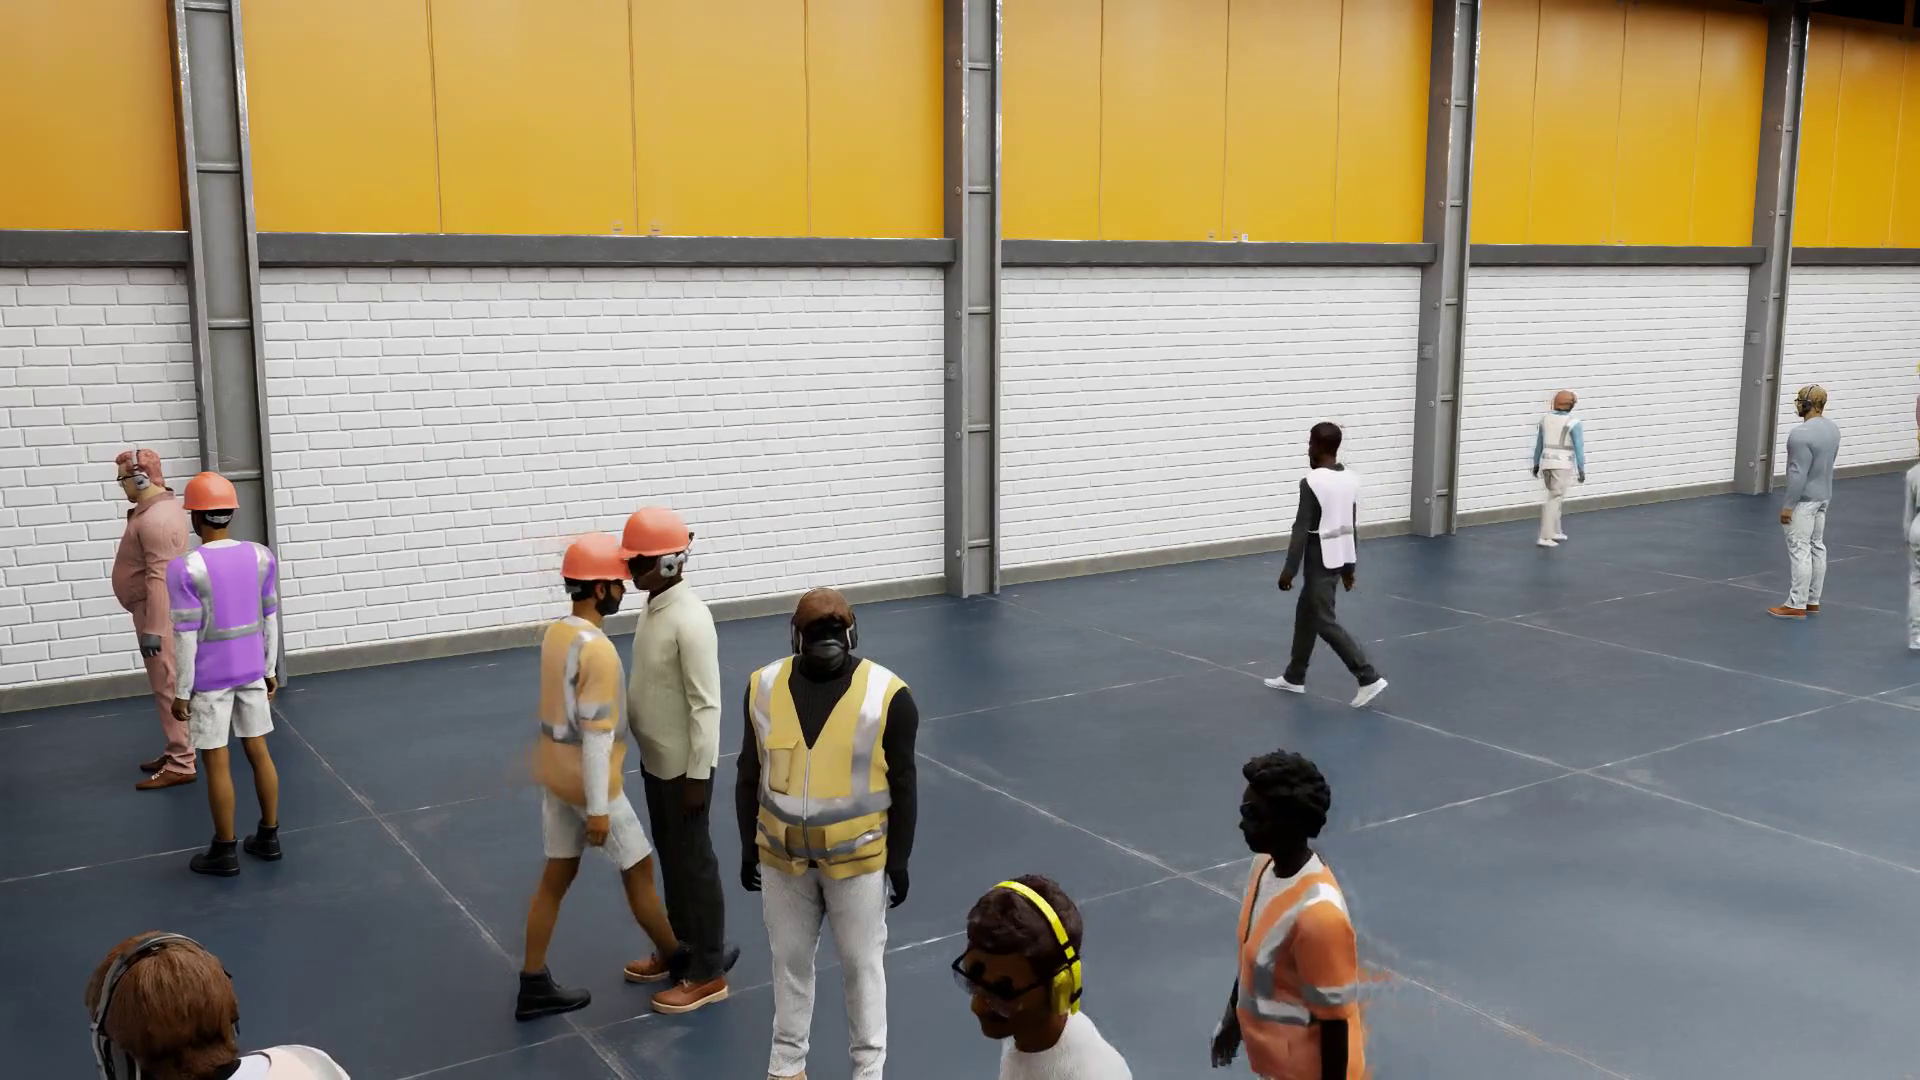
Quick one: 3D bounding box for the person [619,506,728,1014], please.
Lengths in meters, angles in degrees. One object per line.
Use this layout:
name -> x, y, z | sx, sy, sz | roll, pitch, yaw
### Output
person -> -1.143, 0.850, 6.531 | 0.401, 1.989, 0.623 | -5, 11, -28

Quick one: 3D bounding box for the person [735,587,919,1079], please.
person -> -0.465, 1.069, 5.653 | 0.633, 1.846, 0.429 | 2, 10, 12

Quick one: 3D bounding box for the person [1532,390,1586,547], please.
person -> 6.239, -0.738, 17.190 | 0.663, 1.612, 0.556 | -5, 11, -30

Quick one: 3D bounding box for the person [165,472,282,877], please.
person -> -3.535, 0.638, 7.972 | 0.359, 1.936, 0.552 | 6, 11, 31

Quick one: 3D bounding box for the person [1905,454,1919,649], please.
person -> 7.326, -0.010, 12.478 | 0.352, 1.733, 0.536 | -3, 10, -17

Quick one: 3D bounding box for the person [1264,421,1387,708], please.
person -> 2.466, 0.155, 11.057 | 0.920, 1.887, 0.600 | 8, 12, 39

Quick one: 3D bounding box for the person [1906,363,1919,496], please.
person -> 12.048, -1.396, 20.769 | 0.320, 1.762, 0.522 | 6, 11, 34

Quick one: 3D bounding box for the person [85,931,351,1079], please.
person -> -1.267, 1.545, 2.813 | 0.430, 1.841, 0.624 | 2, 10, 15

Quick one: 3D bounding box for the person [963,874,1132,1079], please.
person -> 0.217, 1.499, 3.111 | 0.604, 1.825, 0.635 | -2, 10, -14

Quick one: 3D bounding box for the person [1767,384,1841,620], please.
person -> 6.963, -0.313, 13.699 | 0.636, 1.939, 0.363 | -7, 12, -38

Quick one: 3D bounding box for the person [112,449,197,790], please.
person -> -4.506, 0.435, 9.315 | 0.407, 1.902, 0.639 | -3, 10, -20

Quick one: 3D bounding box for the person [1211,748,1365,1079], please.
person -> 0.825, 1.368, 4.355 | 0.558, 1.681, 0.546 | 0, 9, 2

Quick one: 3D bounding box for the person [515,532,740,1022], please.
person -> -1.353, 0.907, 6.486 | 0.896, 1.887, 0.558 | -6, 11, -34
